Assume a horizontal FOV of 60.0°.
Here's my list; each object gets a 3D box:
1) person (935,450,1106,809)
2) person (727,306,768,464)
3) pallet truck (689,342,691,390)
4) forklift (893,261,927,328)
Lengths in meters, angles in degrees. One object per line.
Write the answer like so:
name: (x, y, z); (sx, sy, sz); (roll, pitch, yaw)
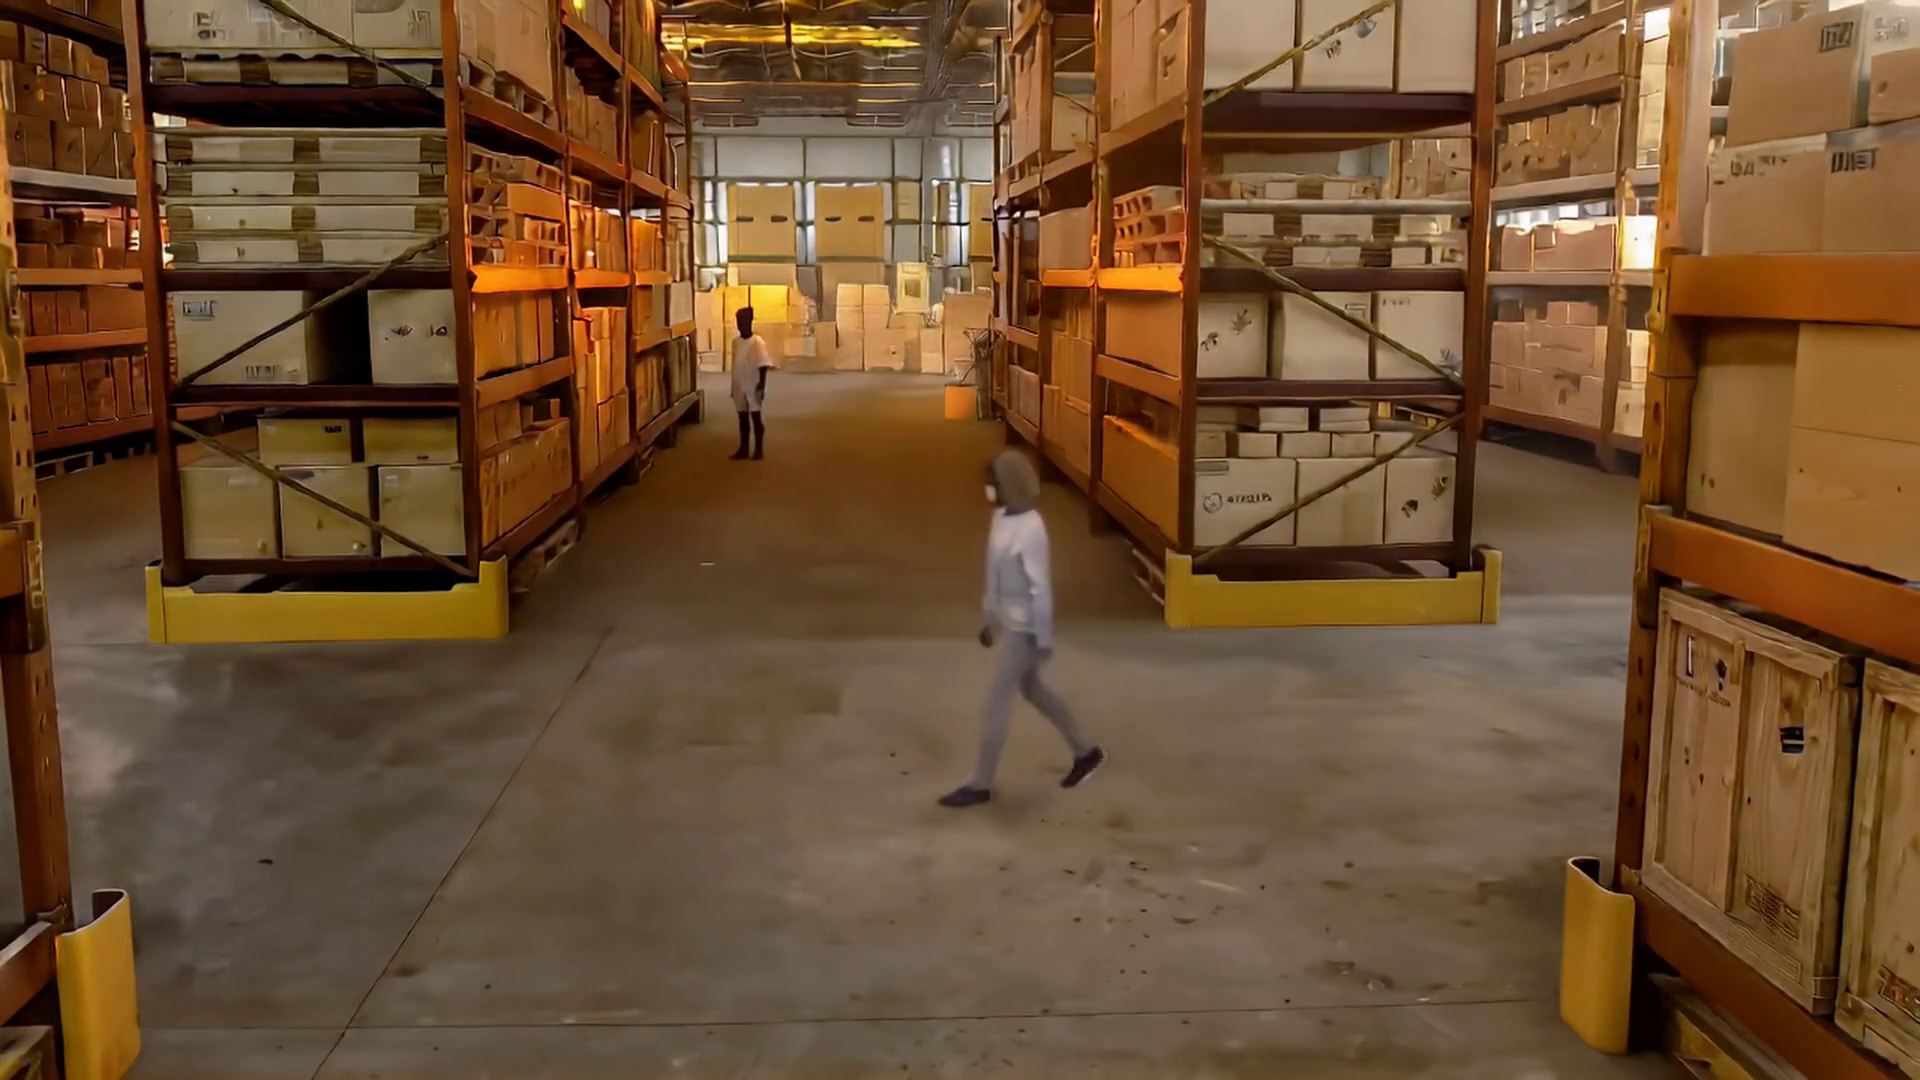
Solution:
person: (0.304, 0.383, 7.451); (0.827, 1.599, 0.514); (-3, 9, -17)
person: (-2.673, -1.944, 20.893); (0.603, 1.967, 0.366); (8, 12, 41)
pallet truck: (-5.225, -3.008, 27.480); (1.885, 1.965, 0.823); (2, 9, 14)
forklift: (-1.620, -8.088, 56.615); (1.129, 2.768, 1.873); (1, 9, 9)
